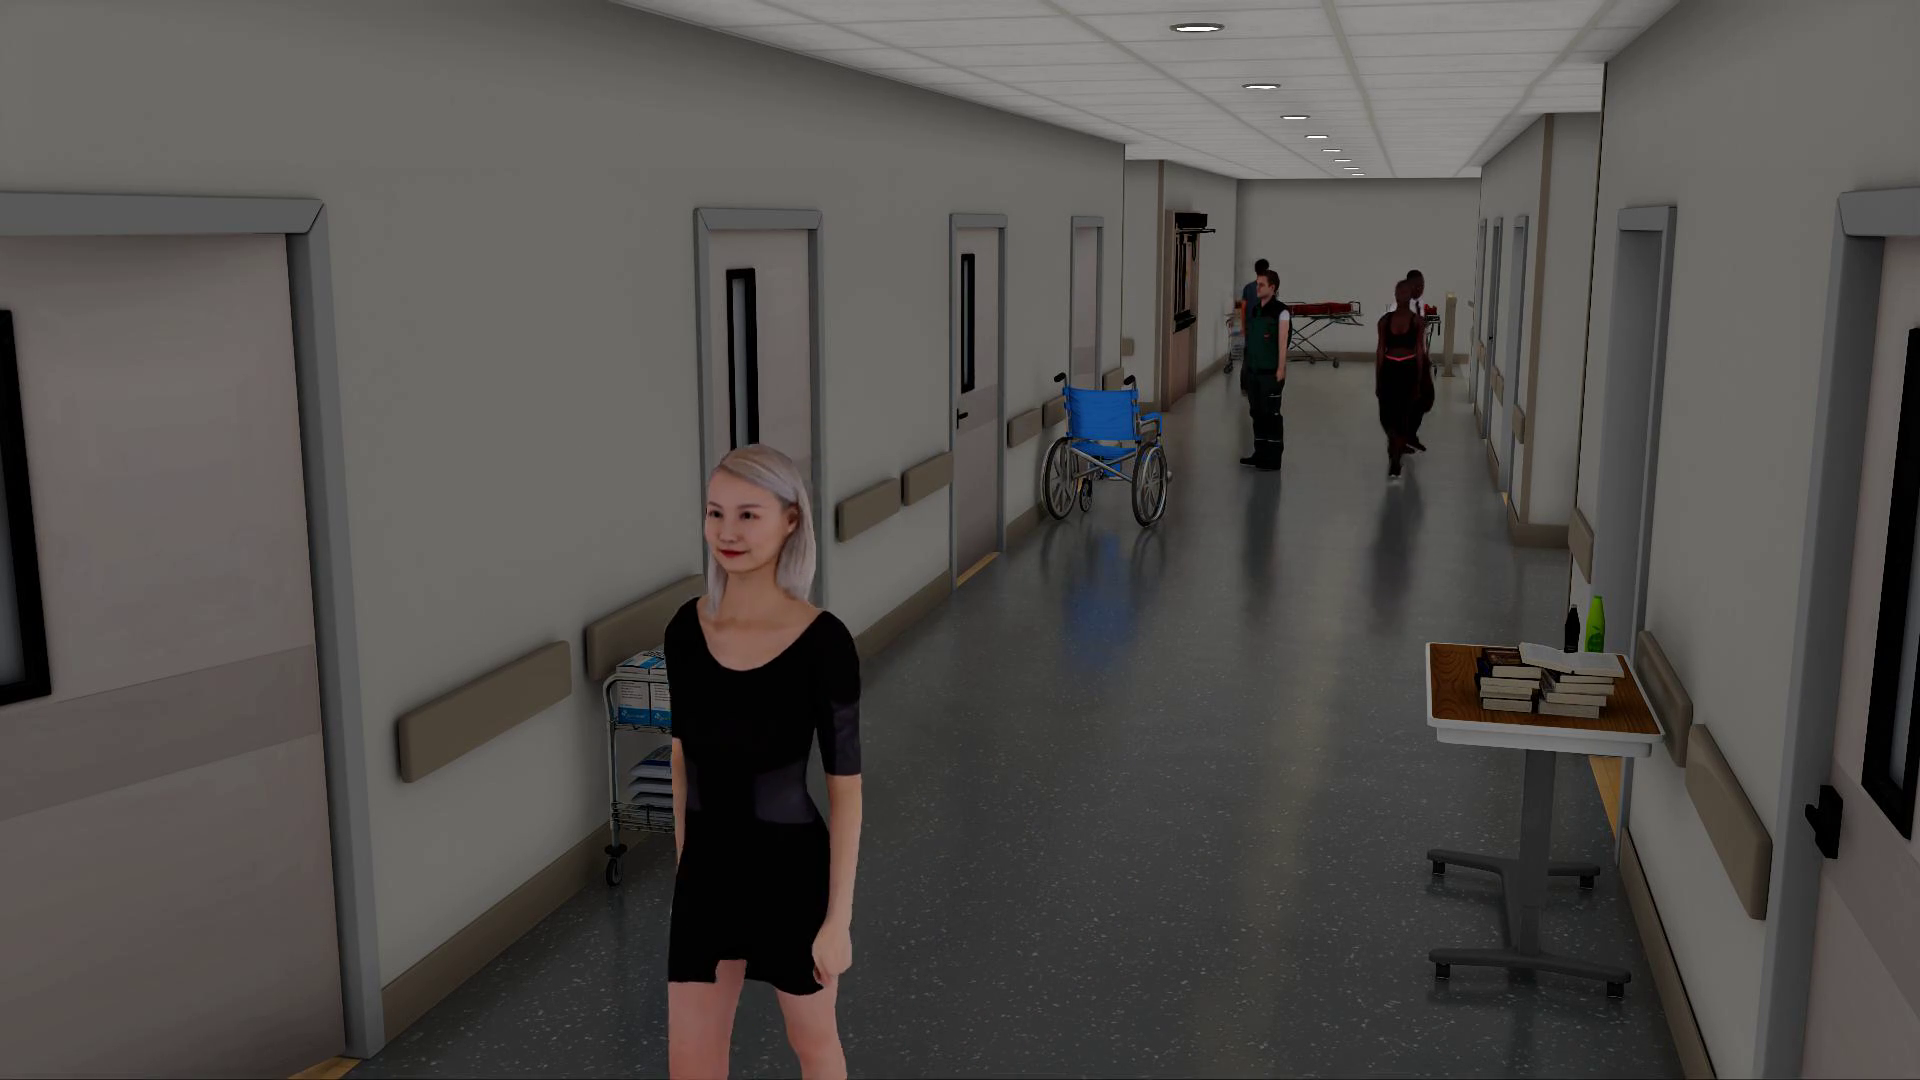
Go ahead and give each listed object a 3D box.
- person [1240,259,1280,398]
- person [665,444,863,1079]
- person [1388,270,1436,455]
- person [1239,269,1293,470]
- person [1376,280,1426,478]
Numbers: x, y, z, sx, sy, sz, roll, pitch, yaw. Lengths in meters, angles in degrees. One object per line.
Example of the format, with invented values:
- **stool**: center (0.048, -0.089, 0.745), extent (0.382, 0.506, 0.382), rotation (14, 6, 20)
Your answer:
- **person**: center (3.823, -2.694, 21.476), extent (0.820, 1.768, 1.222), rotation (5, 12, 24)
- **person**: center (-0.365, 0.721, 3.432), extent (0.609, 1.786, 1.121), rotation (3, 11, 16)
- **person**: center (4.303, -1.724, 16.282), extent (0.823, 1.798, 0.893), rotation (-10, 15, -43)
- **person**: center (2.844, -1.584, 15.420), extent (0.789, 1.841, 0.716), rotation (-5, 12, -25)
- **person**: center (3.977, -1.449, 14.990), extent (0.630, 1.740, 0.959), rotation (4, 12, 21)
